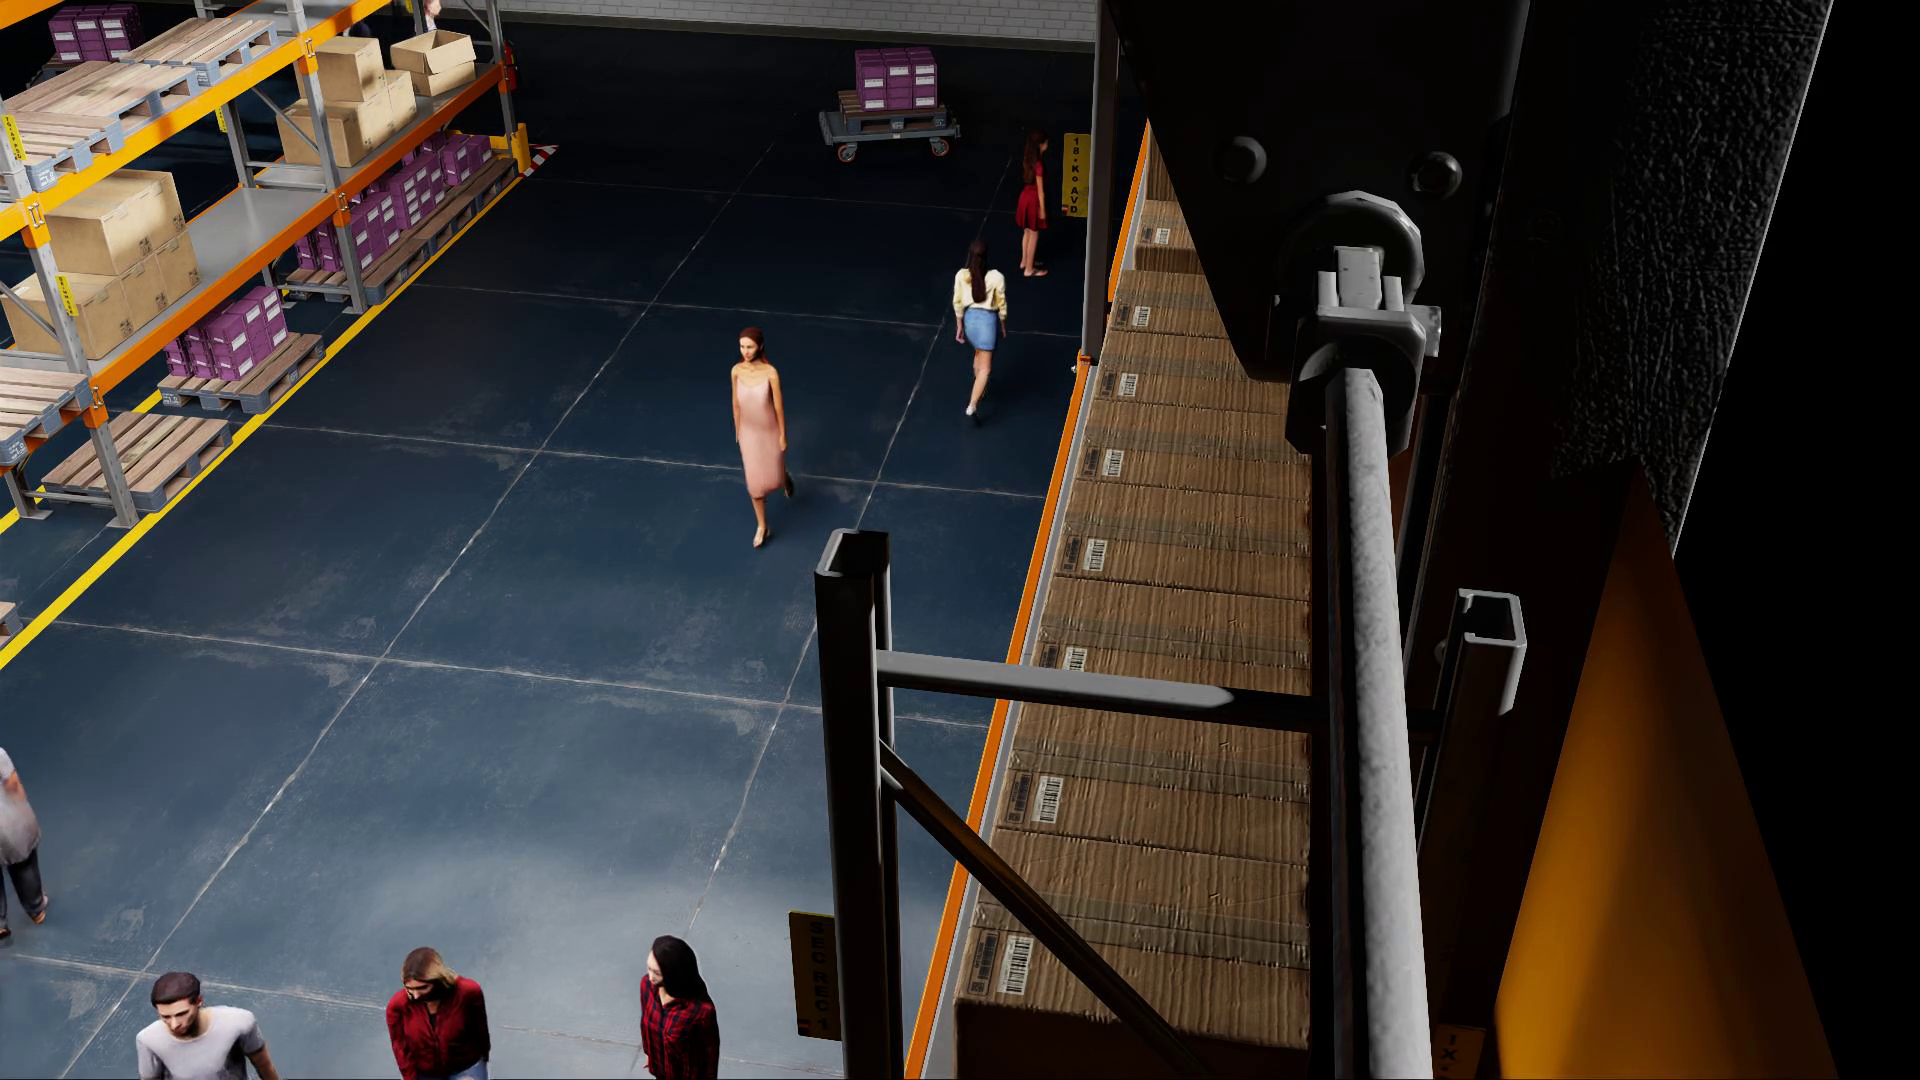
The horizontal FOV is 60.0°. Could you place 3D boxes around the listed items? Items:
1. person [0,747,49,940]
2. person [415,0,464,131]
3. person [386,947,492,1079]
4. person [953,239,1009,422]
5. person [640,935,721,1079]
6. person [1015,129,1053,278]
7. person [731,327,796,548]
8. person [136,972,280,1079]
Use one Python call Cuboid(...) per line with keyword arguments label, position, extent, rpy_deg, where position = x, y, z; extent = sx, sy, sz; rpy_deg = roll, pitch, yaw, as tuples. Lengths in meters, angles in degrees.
Cuboid(label="person", position=(-5.500, 1.639, 9.403), extent=(0.818, 1.592, 0.896), rpy_deg=(-13, 36, -19))
Cuboid(label="person", position=(-6.535, -5.776, 20.385), extent=(0.963, 1.784, 0.975), rpy_deg=(-13, 36, -19))
Cuboid(label="person", position=(-2.505, 2.512, 8.088), extent=(0.885, 1.594, 1.157), rpy_deg=(-8, 34, -12))
Cuboid(label="person", position=(0.173, -1.820, 14.599), extent=(0.752, 1.601, 1.135), rpy_deg=(11, 35, 17))
Cuboid(label="person", position=(-1.329, 2.509, 8.036), extent=(0.647, 1.657, 0.615), rpy_deg=(17, 37, 24))
Cuboid(label="person", position=(0.758, -3.482, 17.145), extent=(0.718, 1.550, 0.659), rpy_deg=(-10, 35, -14))
Cuboid(label="person", position=(-1.505, -0.839, 12.932), extent=(0.641, 1.812, 0.945), rpy_deg=(9, 35, 13))
Cuboid(label="person", position=(-3.406, 2.610, 7.731), extent=(0.967, 1.827, 1.249), rpy_deg=(-6, 34, -9))
